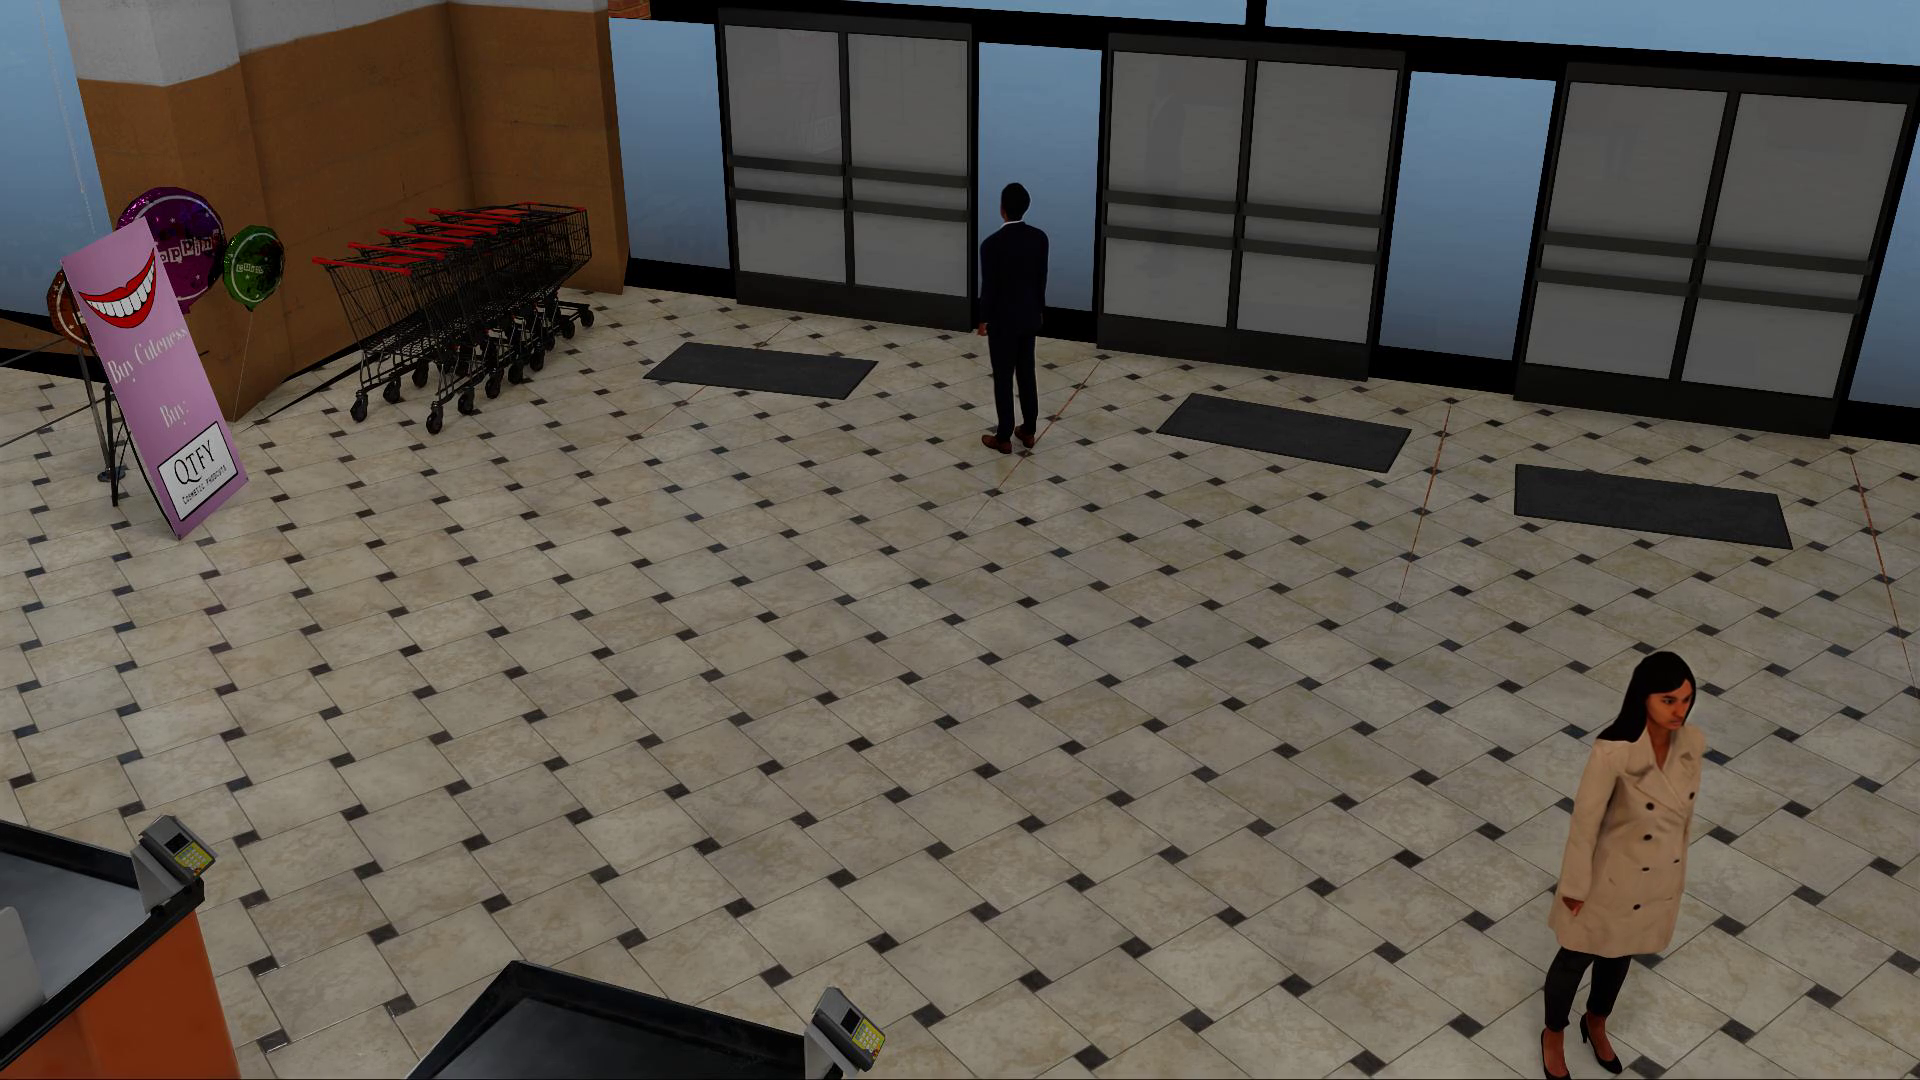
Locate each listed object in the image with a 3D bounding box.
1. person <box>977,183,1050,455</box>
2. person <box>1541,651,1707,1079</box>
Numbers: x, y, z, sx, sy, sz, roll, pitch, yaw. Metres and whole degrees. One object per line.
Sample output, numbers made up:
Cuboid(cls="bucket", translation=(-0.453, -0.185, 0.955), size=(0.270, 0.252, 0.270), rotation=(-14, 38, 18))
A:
Cuboid(cls="person", translation=(0.332, -1.384, 10.457), size=(0.681, 1.726, 0.769), rotation=(-15, 31, -27))
Cuboid(cls="person", translation=(2.213, 1.116, 5.577), size=(0.705, 1.682, 0.730), rotation=(-8, 28, -15))
